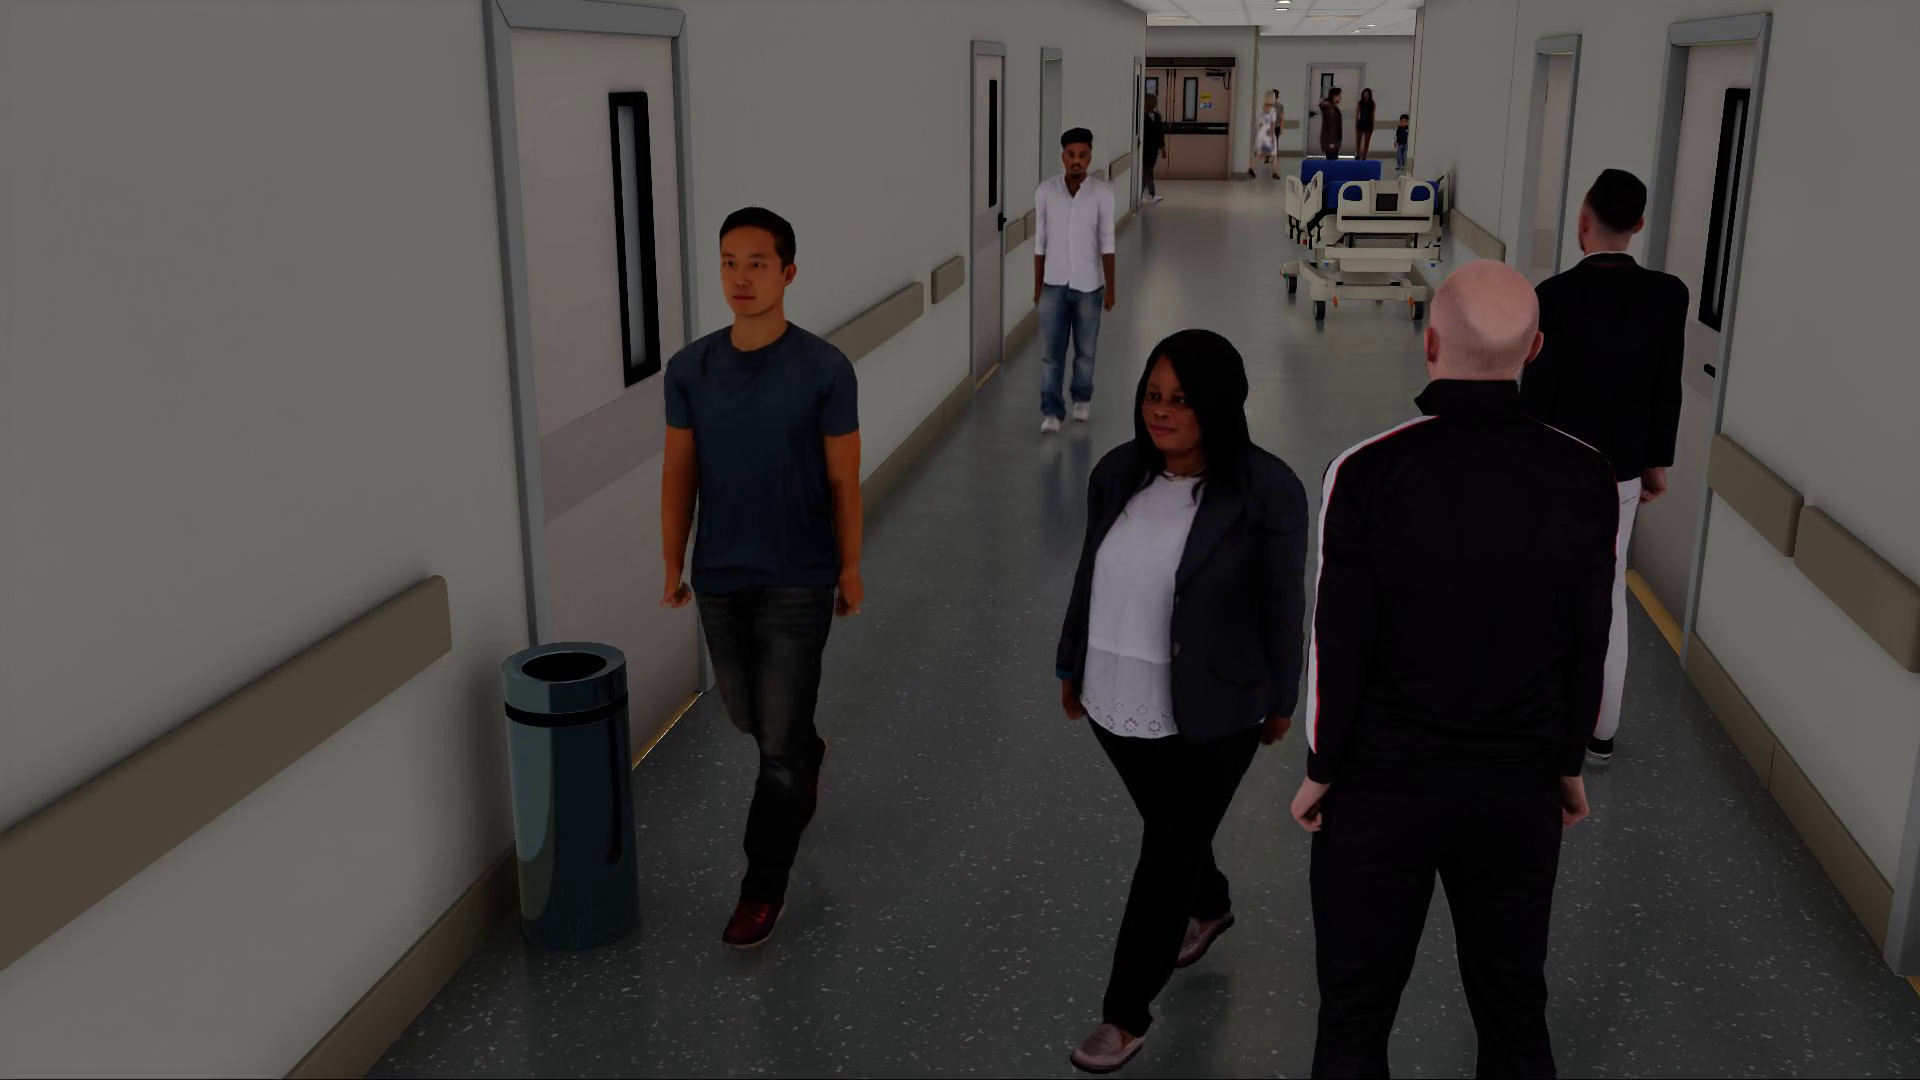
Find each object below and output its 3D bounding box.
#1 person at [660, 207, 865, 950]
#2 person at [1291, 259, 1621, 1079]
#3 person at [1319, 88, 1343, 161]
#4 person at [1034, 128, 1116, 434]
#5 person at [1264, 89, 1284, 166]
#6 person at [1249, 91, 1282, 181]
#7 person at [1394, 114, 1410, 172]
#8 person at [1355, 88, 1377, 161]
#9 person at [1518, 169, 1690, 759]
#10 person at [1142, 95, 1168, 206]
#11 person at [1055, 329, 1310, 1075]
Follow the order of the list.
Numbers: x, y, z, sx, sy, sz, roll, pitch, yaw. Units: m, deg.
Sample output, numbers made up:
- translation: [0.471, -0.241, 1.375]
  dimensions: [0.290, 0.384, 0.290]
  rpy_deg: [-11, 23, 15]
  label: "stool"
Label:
- translation: [-0.474, 0.067, 4.272]
  dimensions: [1.045, 1.784, 0.766]
  rpy_deg: [4, 16, 14]
  label: "person"
- translation: [0.829, 0.444, 2.838]
  dimensions: [0.597, 1.837, 0.779]
  rpy_deg: [-1, 16, -3]
  label: "person"
- translation: [6.453, -7.015, 29.307]
  dimensions: [0.936, 1.830, 0.757]
  rpy_deg: [2, 16, 8]
  label: "person"
- translation: [0.704, -1.569, 10.079]
  dimensions: [0.935, 1.782, 0.724]
  rpy_deg: [2, 16, 9]
  label: "person"
- translation: [7.247, -9.547, 38.524]
  dimensions: [0.768, 1.703, 0.689]
  rpy_deg: [2, 16, 8]
  label: "person"
- translation: [5.967, -7.902, 32.686]
  dimensions: [1.072, 1.704, 1.073]
  rpy_deg: [-13, 20, -39]
  label: "person"
- translation: [9.672, -8.657, 36.267]
  dimensions: [0.436, 1.214, 0.567]
  rpy_deg: [3, 16, 10]
  label: "person"
- translation: [9.476, -9.645, 38.826]
  dimensions: [0.546, 1.727, 0.674]
  rpy_deg: [4, 16, 14]
  label: "person"
- translation: [1.941, -0.212, 5.152]
  dimensions: [0.578, 1.843, 0.774]
  rpy_deg: [-1, 16, -4]
  label: "person"
- translation: [3.008, -6.313, 27.010]
  dimensions: [1.061, 1.725, 1.128]
  rpy_deg: [-11, 19, -34]
  label: "person"
- translation: [0.518, 0.334, 3.740]
  dimensions: [1.096, 1.559, 1.033]
  rpy_deg: [12, 20, 36]
  label: "person"
